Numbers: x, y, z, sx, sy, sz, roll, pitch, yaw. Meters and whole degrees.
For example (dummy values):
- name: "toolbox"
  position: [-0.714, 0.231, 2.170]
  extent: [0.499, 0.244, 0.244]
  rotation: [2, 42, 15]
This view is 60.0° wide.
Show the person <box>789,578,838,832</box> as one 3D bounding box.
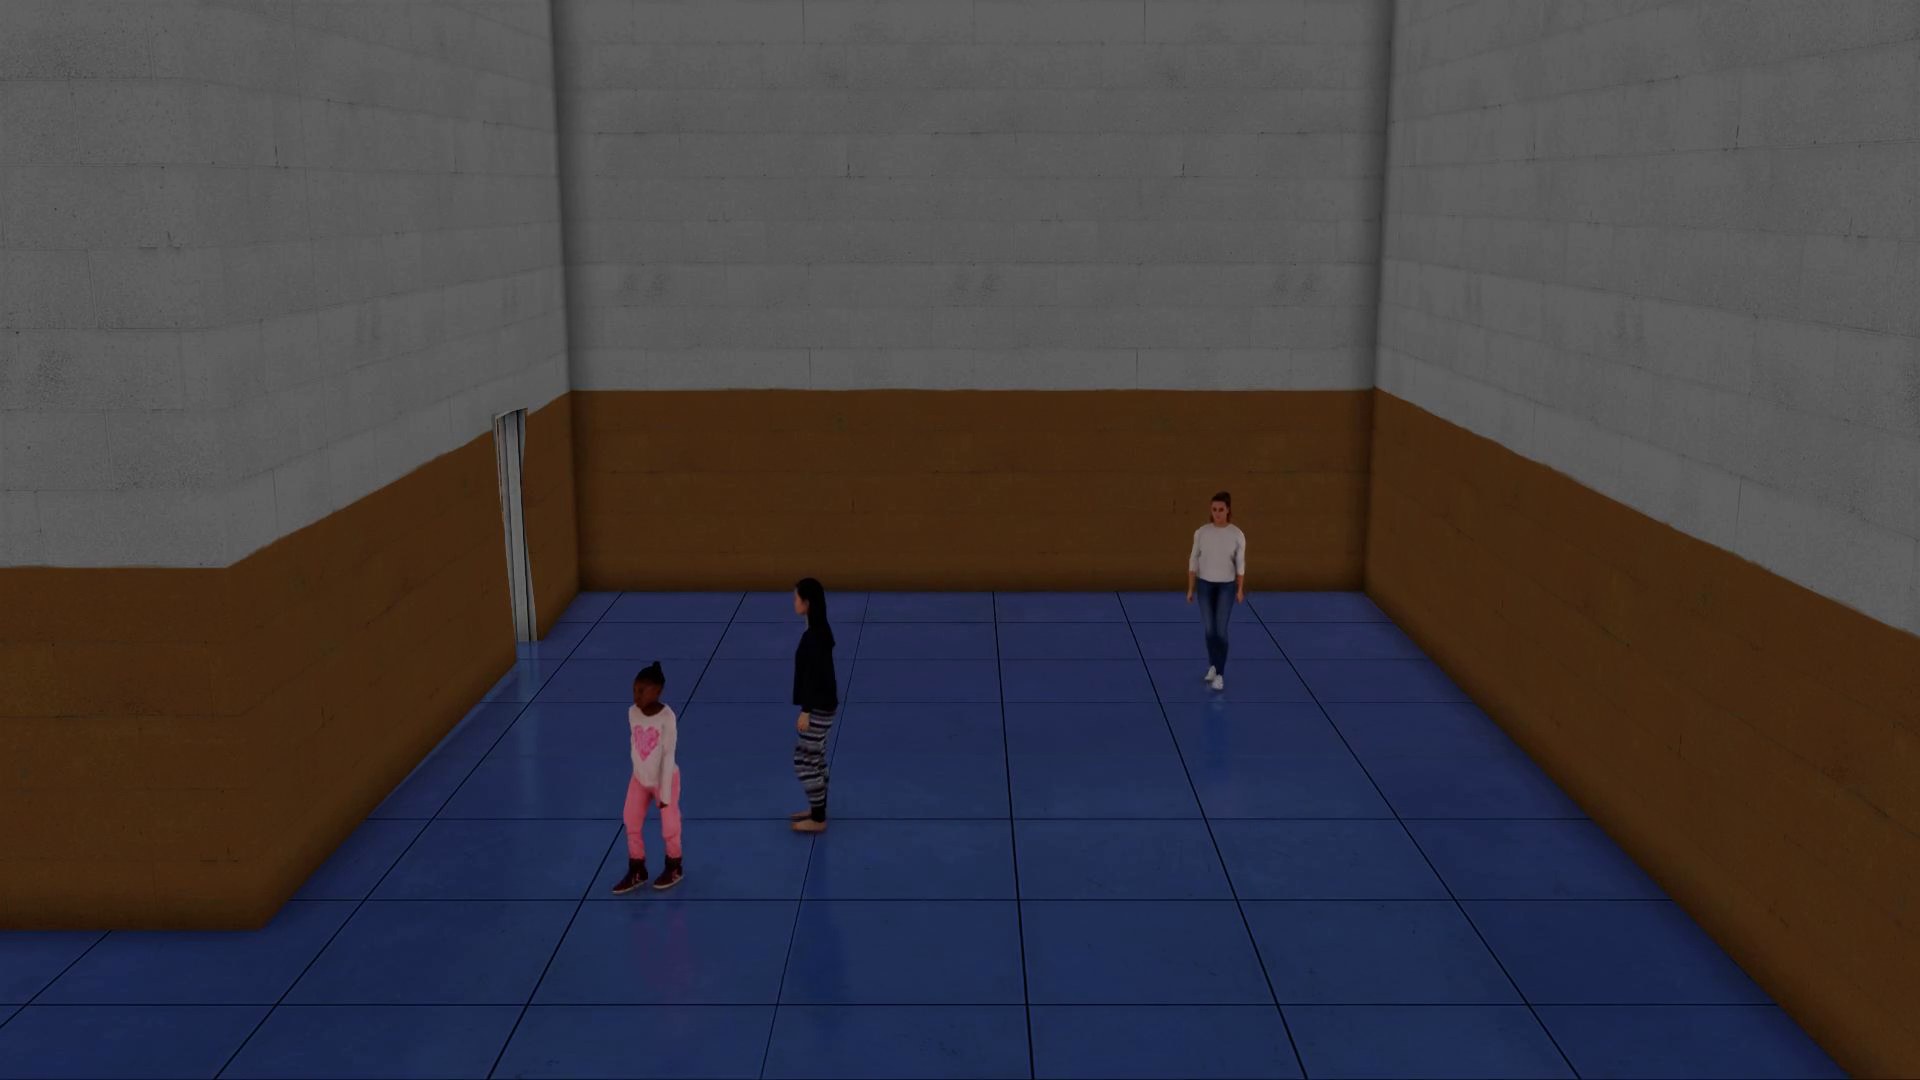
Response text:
- name: "person"
  position: [-0.949, 1.104, 11.141]
  extent: [0.580, 1.733, 0.632]
  rotation: [0, 12, -2]

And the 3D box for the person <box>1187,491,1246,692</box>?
- name: "person"
  position: [2.249, 0.417, 14.484]
  extent: [0.868, 1.700, 0.863]
  rotation: [6, 13, 25]

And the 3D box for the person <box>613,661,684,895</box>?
- name: "person"
  position: [-1.832, 1.445, 10.255]
  extent: [0.728, 1.432, 0.755]
  rotation: [6, 13, 25]
